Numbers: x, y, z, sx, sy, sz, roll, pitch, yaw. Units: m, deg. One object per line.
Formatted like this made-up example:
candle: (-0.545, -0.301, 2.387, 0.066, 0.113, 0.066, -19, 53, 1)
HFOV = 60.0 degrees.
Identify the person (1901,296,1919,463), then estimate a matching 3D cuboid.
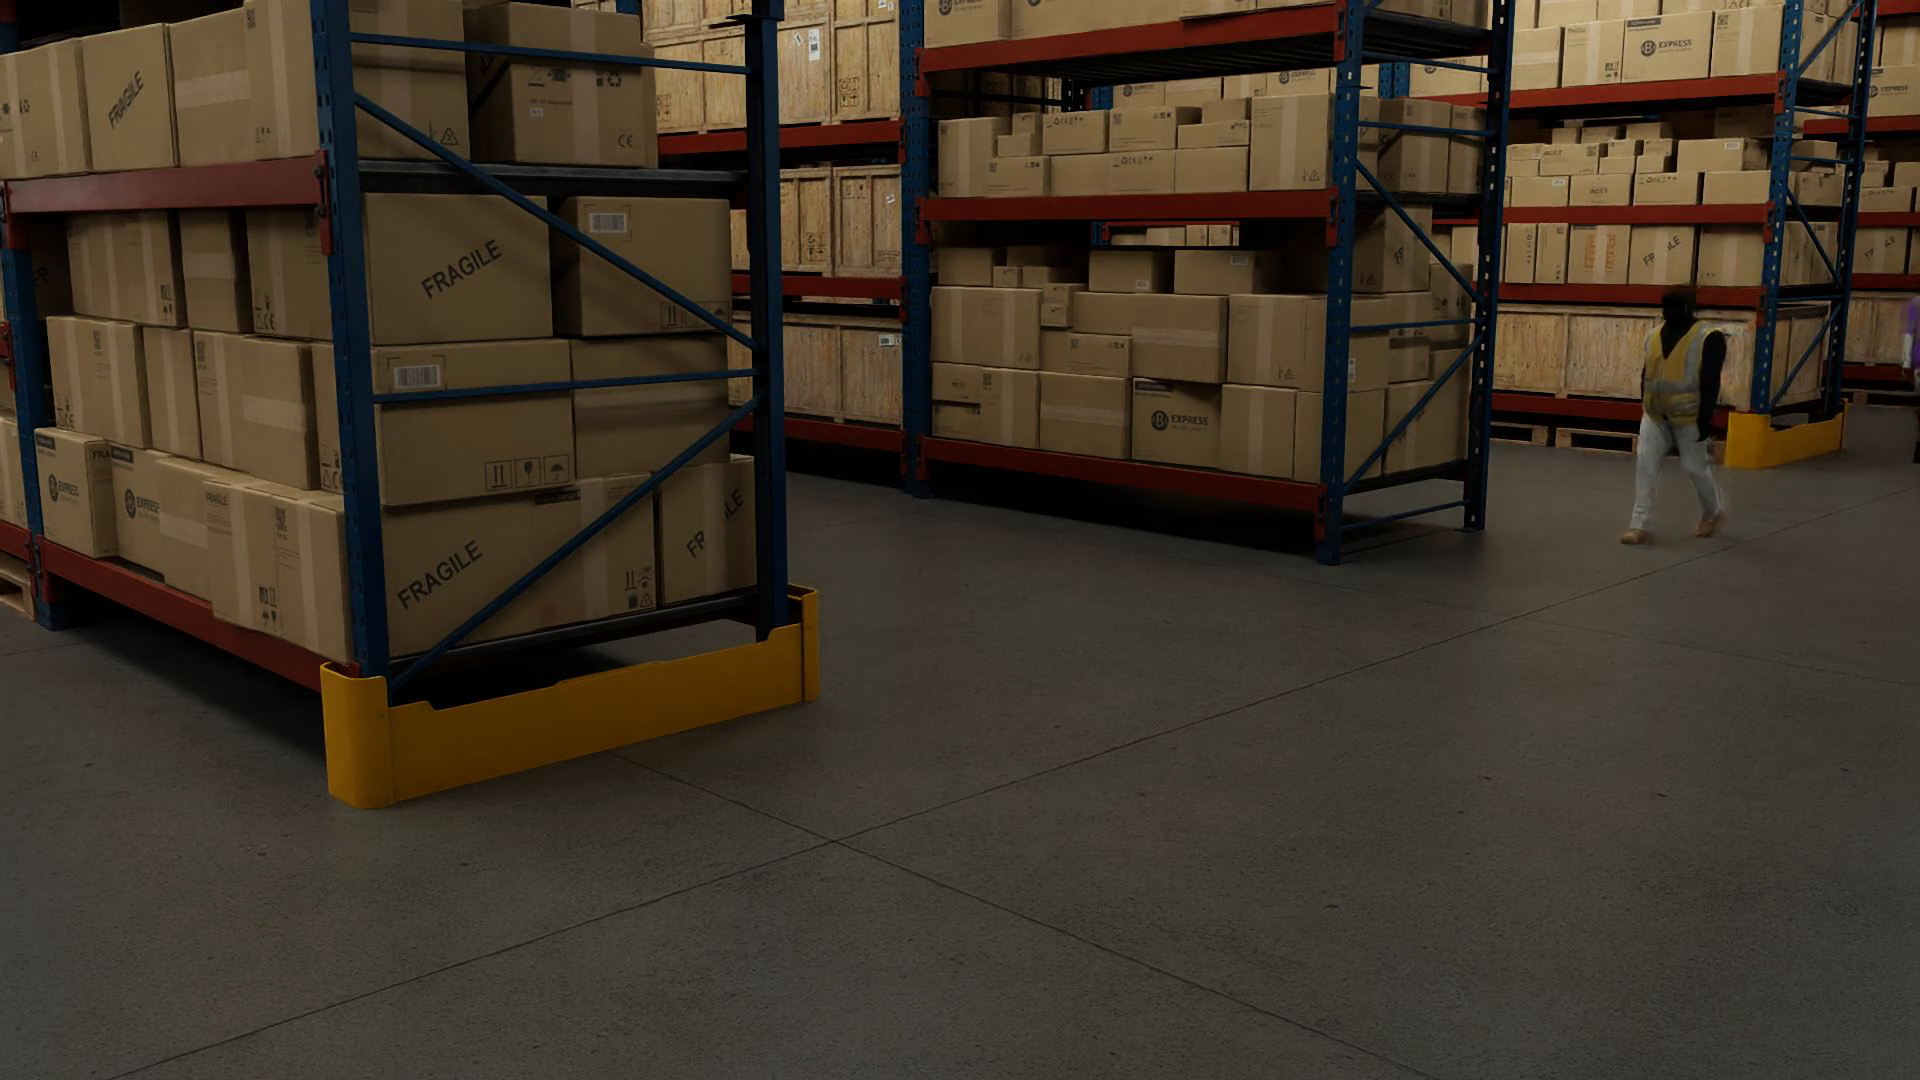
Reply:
person: (9.301, -1.693, 15.750, 0.910, 1.896, 0.553, -8, 13, -36)

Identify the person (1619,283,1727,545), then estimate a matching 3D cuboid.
person: (5.024, -0.878, 11.566, 0.884, 1.813, 0.619, -7, 13, -35)
